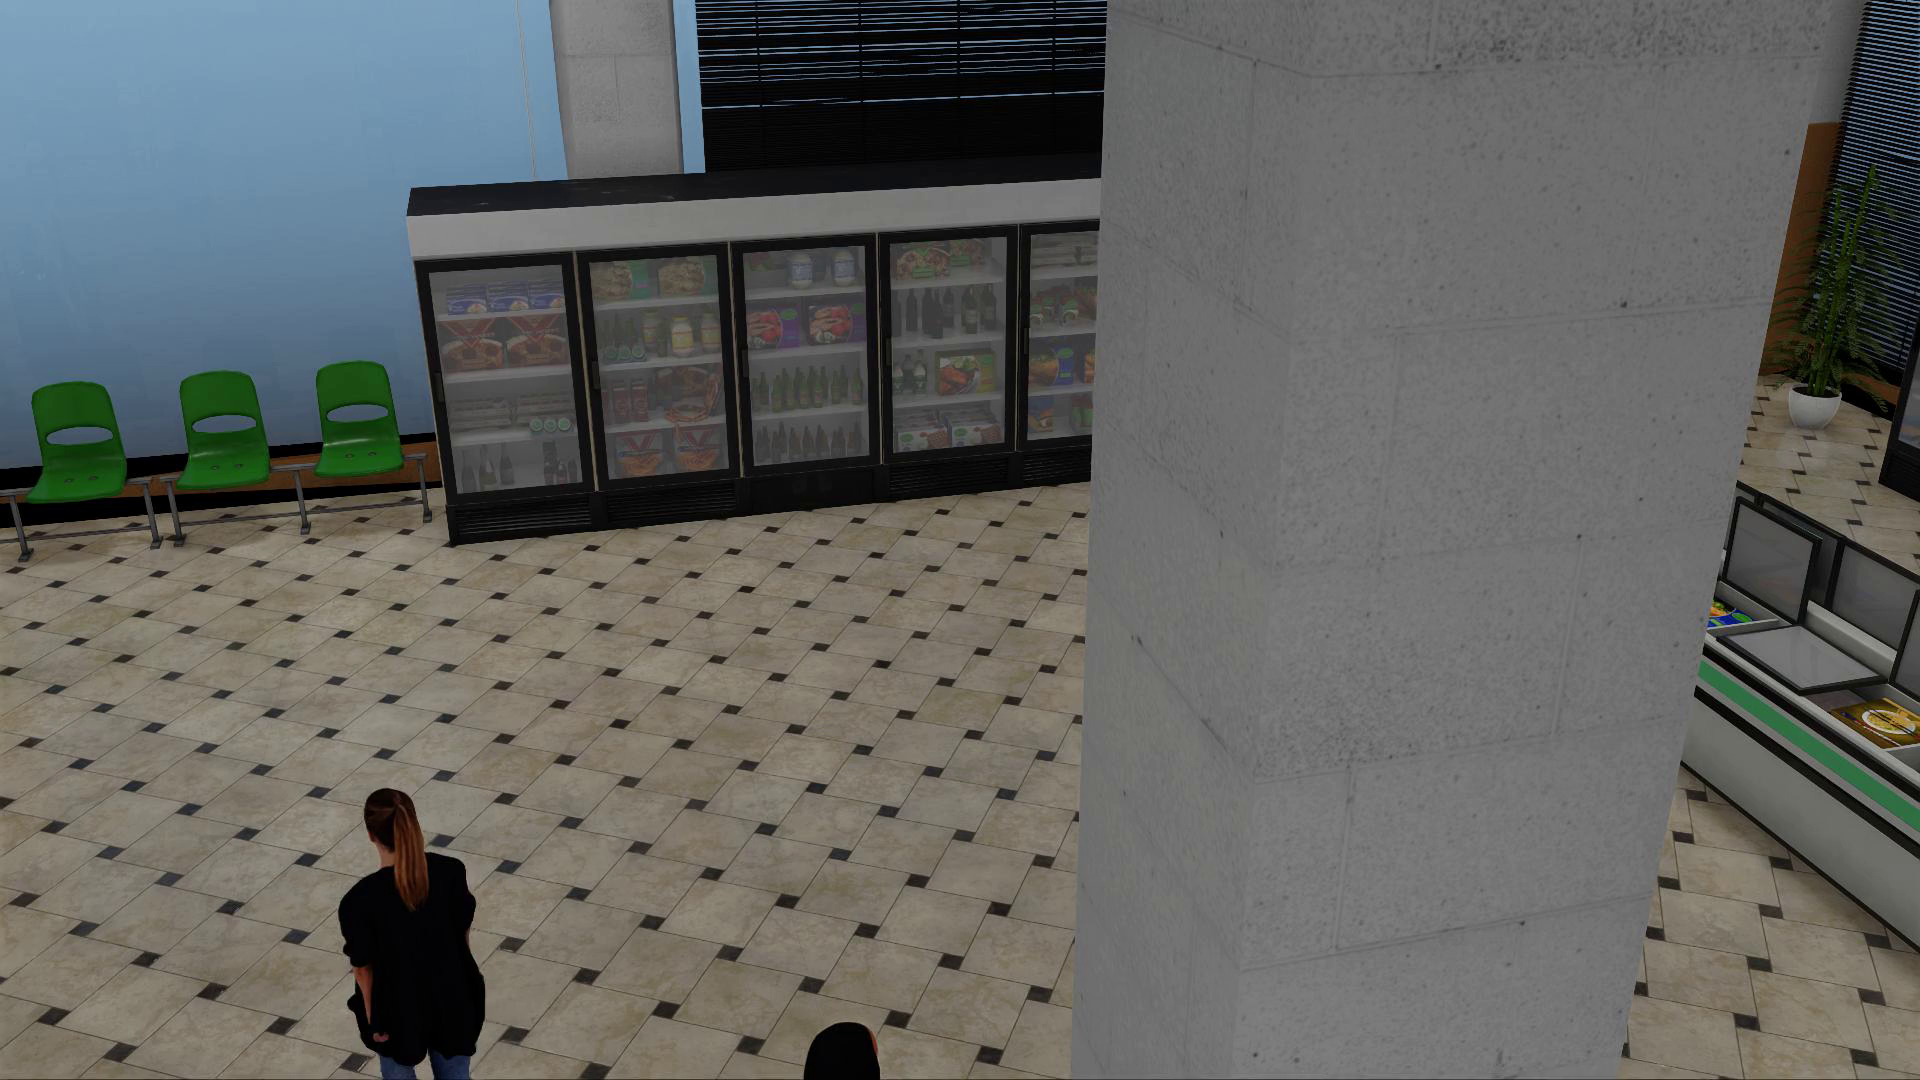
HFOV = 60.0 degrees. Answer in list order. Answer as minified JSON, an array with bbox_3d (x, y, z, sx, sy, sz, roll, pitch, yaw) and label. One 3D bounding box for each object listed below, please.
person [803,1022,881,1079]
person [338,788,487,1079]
[{"bbox_3d":[-0.302,2.068,4.864,0.695,1.614,0.768,17,29,34],"label":"person"},{"bbox_3d":[-1.827,1.644,5.762,0.717,1.671,0.768,-13,27,-27],"label":"person"}]
